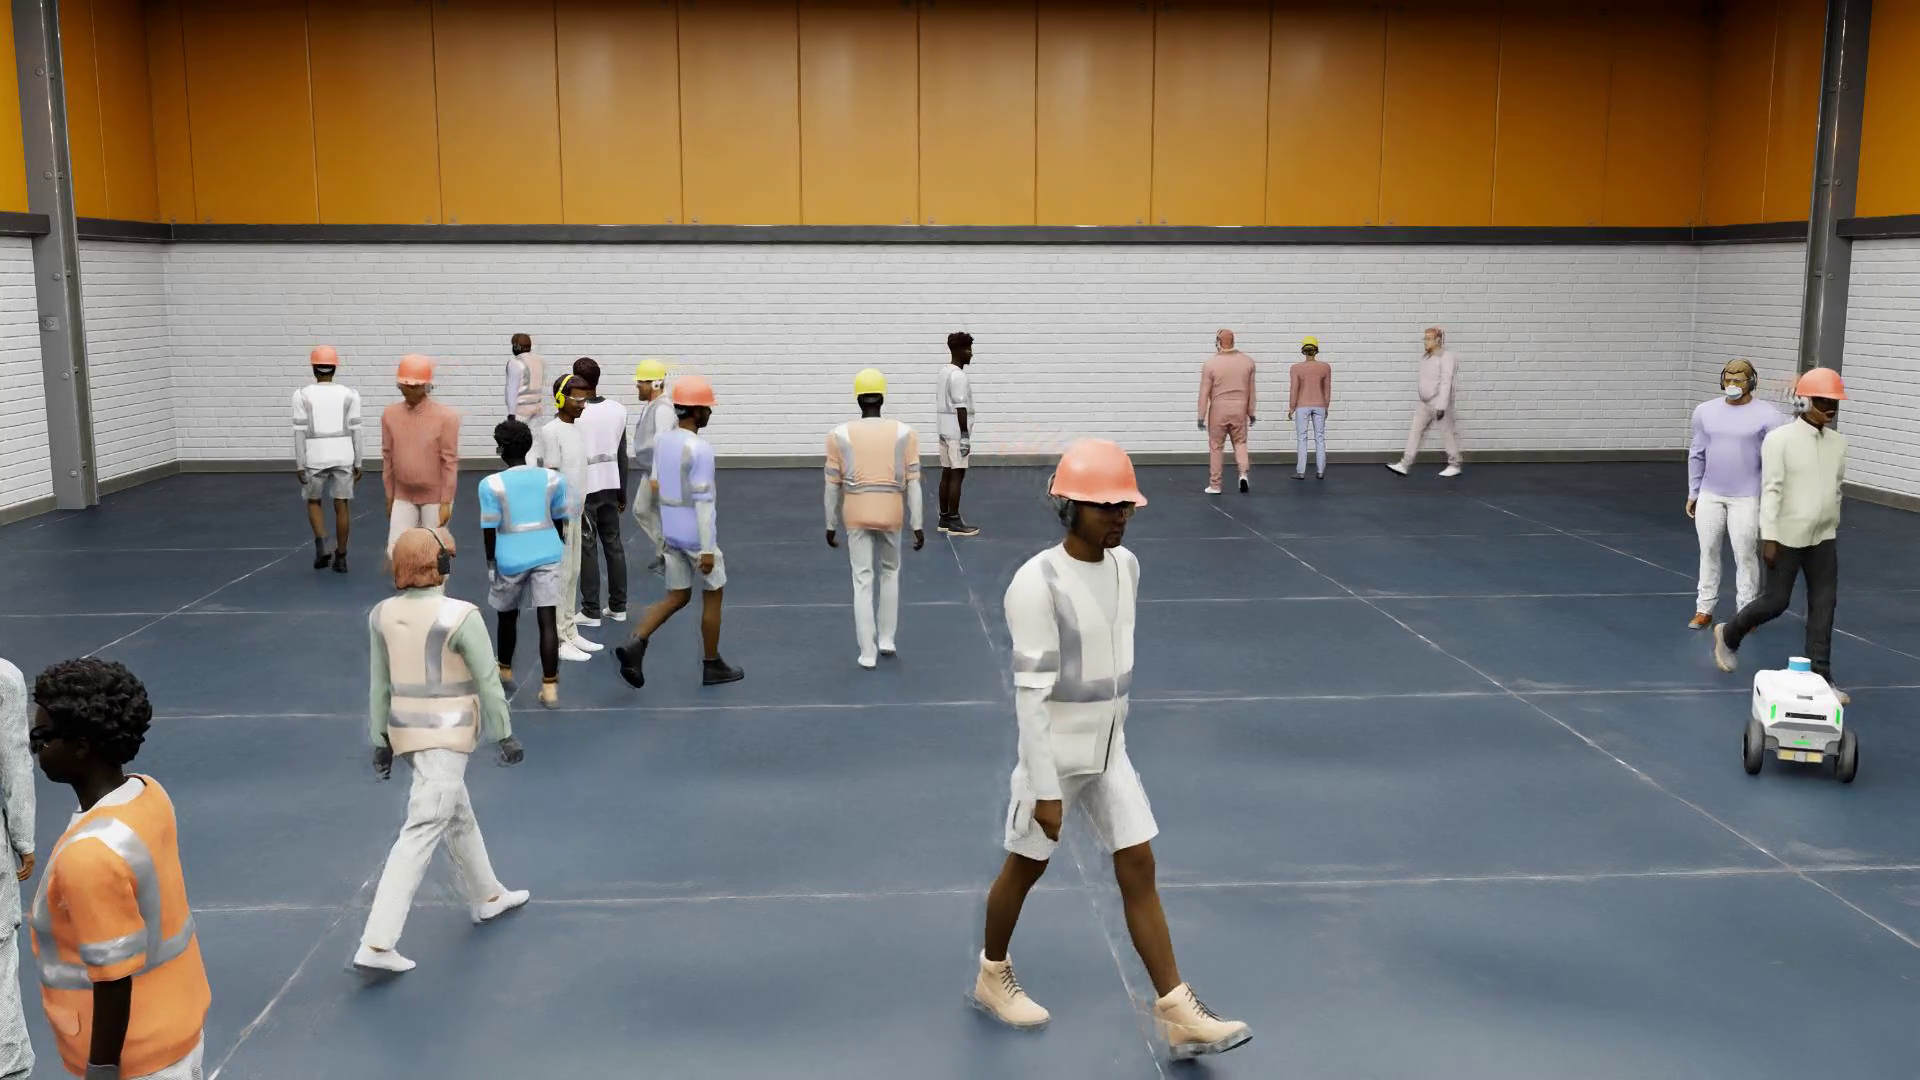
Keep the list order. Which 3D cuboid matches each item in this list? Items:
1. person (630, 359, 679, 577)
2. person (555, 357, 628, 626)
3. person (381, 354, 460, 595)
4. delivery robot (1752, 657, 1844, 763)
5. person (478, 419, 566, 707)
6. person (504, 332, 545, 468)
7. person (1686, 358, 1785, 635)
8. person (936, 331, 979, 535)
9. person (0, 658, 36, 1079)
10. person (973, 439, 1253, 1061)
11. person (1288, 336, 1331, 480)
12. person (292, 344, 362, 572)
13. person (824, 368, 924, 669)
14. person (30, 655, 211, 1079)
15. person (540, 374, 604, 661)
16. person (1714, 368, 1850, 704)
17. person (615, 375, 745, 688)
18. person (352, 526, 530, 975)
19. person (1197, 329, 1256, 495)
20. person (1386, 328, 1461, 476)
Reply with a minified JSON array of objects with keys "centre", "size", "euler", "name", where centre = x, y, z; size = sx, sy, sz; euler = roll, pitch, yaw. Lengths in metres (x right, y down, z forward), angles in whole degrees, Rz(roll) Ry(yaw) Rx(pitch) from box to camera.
[{"centre":[-2.480,-0.585,13.737],"size":[0.447,1.814,0.609],"euler":[-4,10,-25],"name":"person"},{"centre":[-2.612,-0.341,11.886],"size":[0.371,1.916,0.597],"euler":[8,12,39],"name":"person"},{"centre":[-3.719,-0.299,11.446],"size":[0.608,1.968,0.461],"euler":[2,9,10],"name":"person"},{"centre":[4.249,0.839,8.447],"size":[0.477,0.478,0.707],"euler":[3,10,20],"name":"delivery robot"},{"centre":[-2.584,0.115,9.814],"size":[0.540,1.652,0.887],"euler":[-5,10,-28],"name":"person"},{"centre":[-5.151,-1.528,19.619],"size":[0.452,1.828,0.649],"euler":[3,10,19],"name":"person"},{"centre":[5.391,-0.302,11.620],"size":[0.368,1.932,0.622],"euler":[-8,12,-41],"name":"person"},{"centre":[-0.033,-1.032,16.072],"size":[0.362,1.963,0.614],"euler":[-3,10,-18],"name":"person"},{"centre":[-2.950,0.872,4.848],"size":[0.480,1.733,0.339],"euler":[-3,10,-20],"name":"person"},{"centre":[0.428,0.677,5.277],"size":[1.052,1.984,0.640],"euler":[9,12,43],"name":"person"},{"centre":[4.275,-1.613,20.365],"size":[0.523,1.763,0.329],"euler":[-1,9,-7],"name":"person"},{"centre":[-5.297,-0.676,13.963],"size":[0.546,1.925,0.415],"euler":[-4,10,-26],"name":"person"},{"centre":[-0.561,-0.148,10.710],"size":[0.633,1.902,0.679],"euler":[-1,9,-8],"name":"person"},{"centre":[-1.808,1.085,3.616],"size":[0.322,1.696,0.536],"euler":[-3,9,-16],"name":"person"},{"centre":[-2.543,-0.151,10.867],"size":[0.327,1.865,0.520],"euler":[1,9,5],"name":"person"},{"centre":[4.957,-0.051,9.914],"size":[0.622,1.969,0.822],"euler":[-2,9,-15],"name":"person"},{"centre":[-1.677,-0.031,9.959],"size":[0.776,1.913,0.552],"euler":[-8,12,-43],"name":"person"},{"centre":[-1.943,0.743,6.103],"size":[0.514,1.590,0.896],"euler":[6,11,32],"name":"person"},{"centre":[3.023,-1.443,18.866],"size":[0.695,1.899,0.482],"euler":[-2,9,-11],"name":"person"},{"centre":[5.820,-1.688,20.562],"size":[0.998,1.843,0.674],"euler":[-3,10,-21],"name":"person"}]
